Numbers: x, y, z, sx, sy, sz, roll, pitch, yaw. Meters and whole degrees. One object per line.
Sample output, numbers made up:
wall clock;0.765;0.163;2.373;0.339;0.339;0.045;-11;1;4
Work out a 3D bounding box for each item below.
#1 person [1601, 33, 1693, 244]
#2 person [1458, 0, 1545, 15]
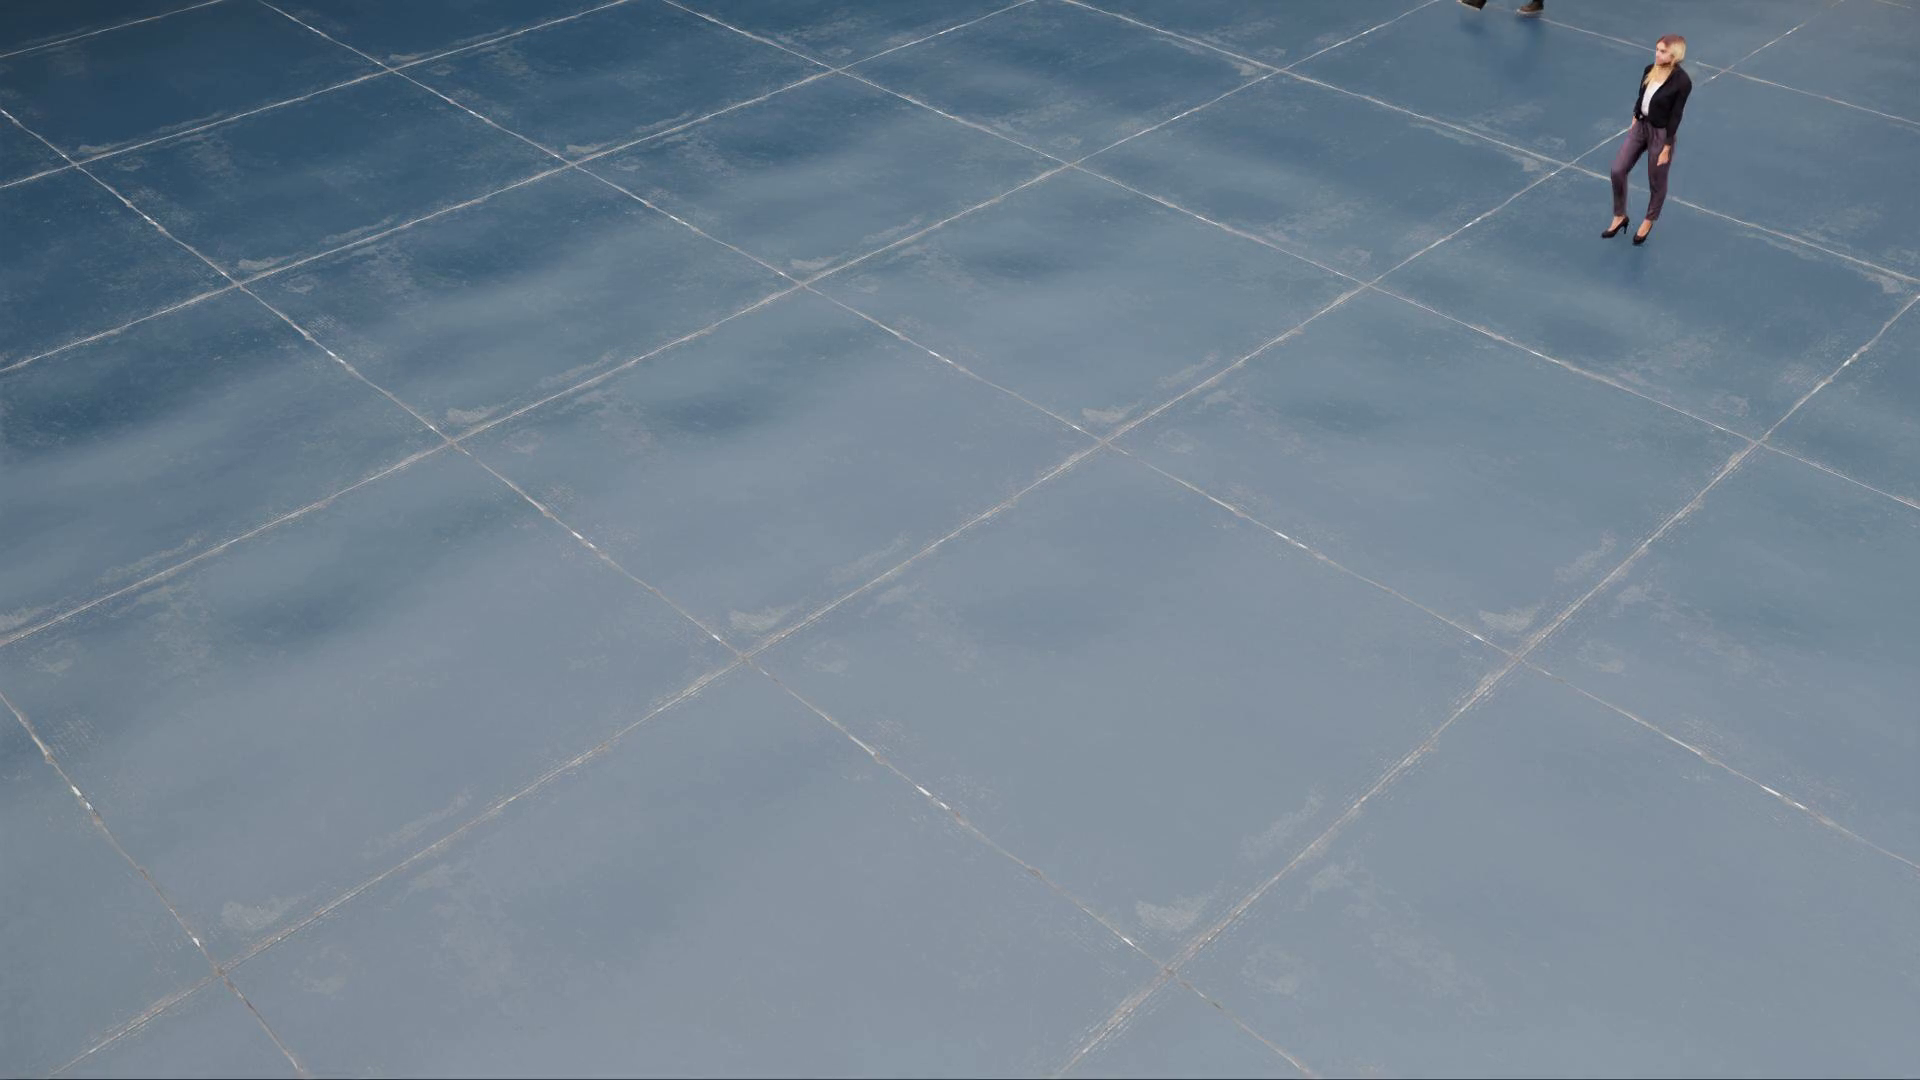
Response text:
person;5.297;-3.032;12.587;0.718;1.654;0.725;-25;44;-29
person;5.681;-6.035;16.481;1.070;1.722;1.201;-26;44;-30
